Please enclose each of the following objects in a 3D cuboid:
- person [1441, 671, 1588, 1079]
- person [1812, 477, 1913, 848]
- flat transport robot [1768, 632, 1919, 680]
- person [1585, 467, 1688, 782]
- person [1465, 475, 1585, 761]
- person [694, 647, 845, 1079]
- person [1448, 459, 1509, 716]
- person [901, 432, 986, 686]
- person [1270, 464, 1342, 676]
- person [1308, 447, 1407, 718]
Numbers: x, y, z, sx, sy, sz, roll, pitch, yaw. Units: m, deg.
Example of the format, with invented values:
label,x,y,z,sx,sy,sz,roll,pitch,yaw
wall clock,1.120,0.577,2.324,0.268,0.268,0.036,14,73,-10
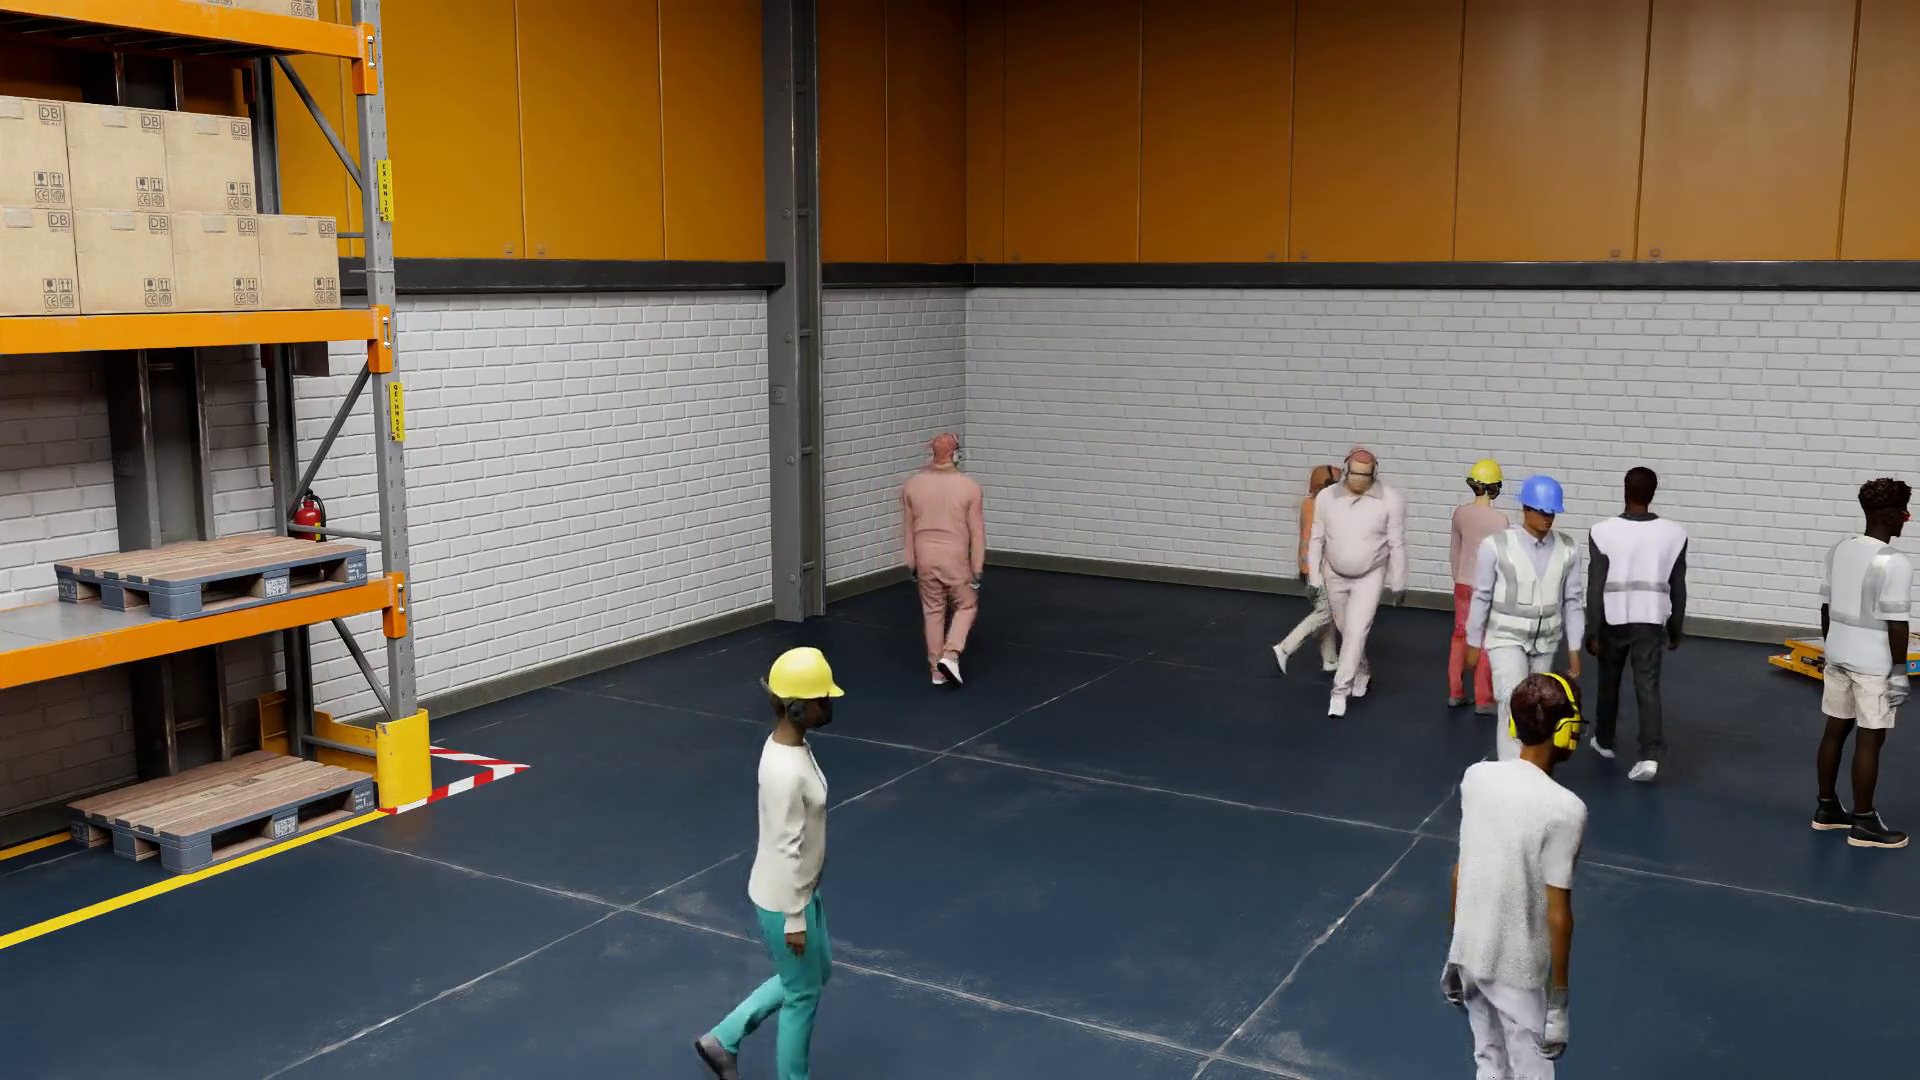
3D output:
label,x,y,z,sx,sy,sz,roll,pitch,yaw
person,1.598,1.323,5.018,0.662,1.833,0.535,-4,10,-25
person,4.829,0.638,8.868,0.374,1.966,0.608,-1,9,-8
flat transport robot,6.972,0.883,12.616,1.431,0.197,0.652,-2,9,-13
person,4.107,0.494,10.096,0.605,1.874,0.985,1,9,8
person,3.192,0.601,9.240,0.616,1.915,0.797,-2,9,-10
person,-0.644,1.235,5.838,0.496,1.754,0.524,0,9,-2
person,3.587,0.323,11.449,0.308,1.772,0.525,-5,10,-27
person,-0.114,0.157,12.120,0.645,1.892,0.465,3,10,21
person,2.663,0.236,12.484,0.709,1.612,0.521,-3,10,-19
person,2.776,0.261,11.625,0.663,1.848,0.984,6,11,32
